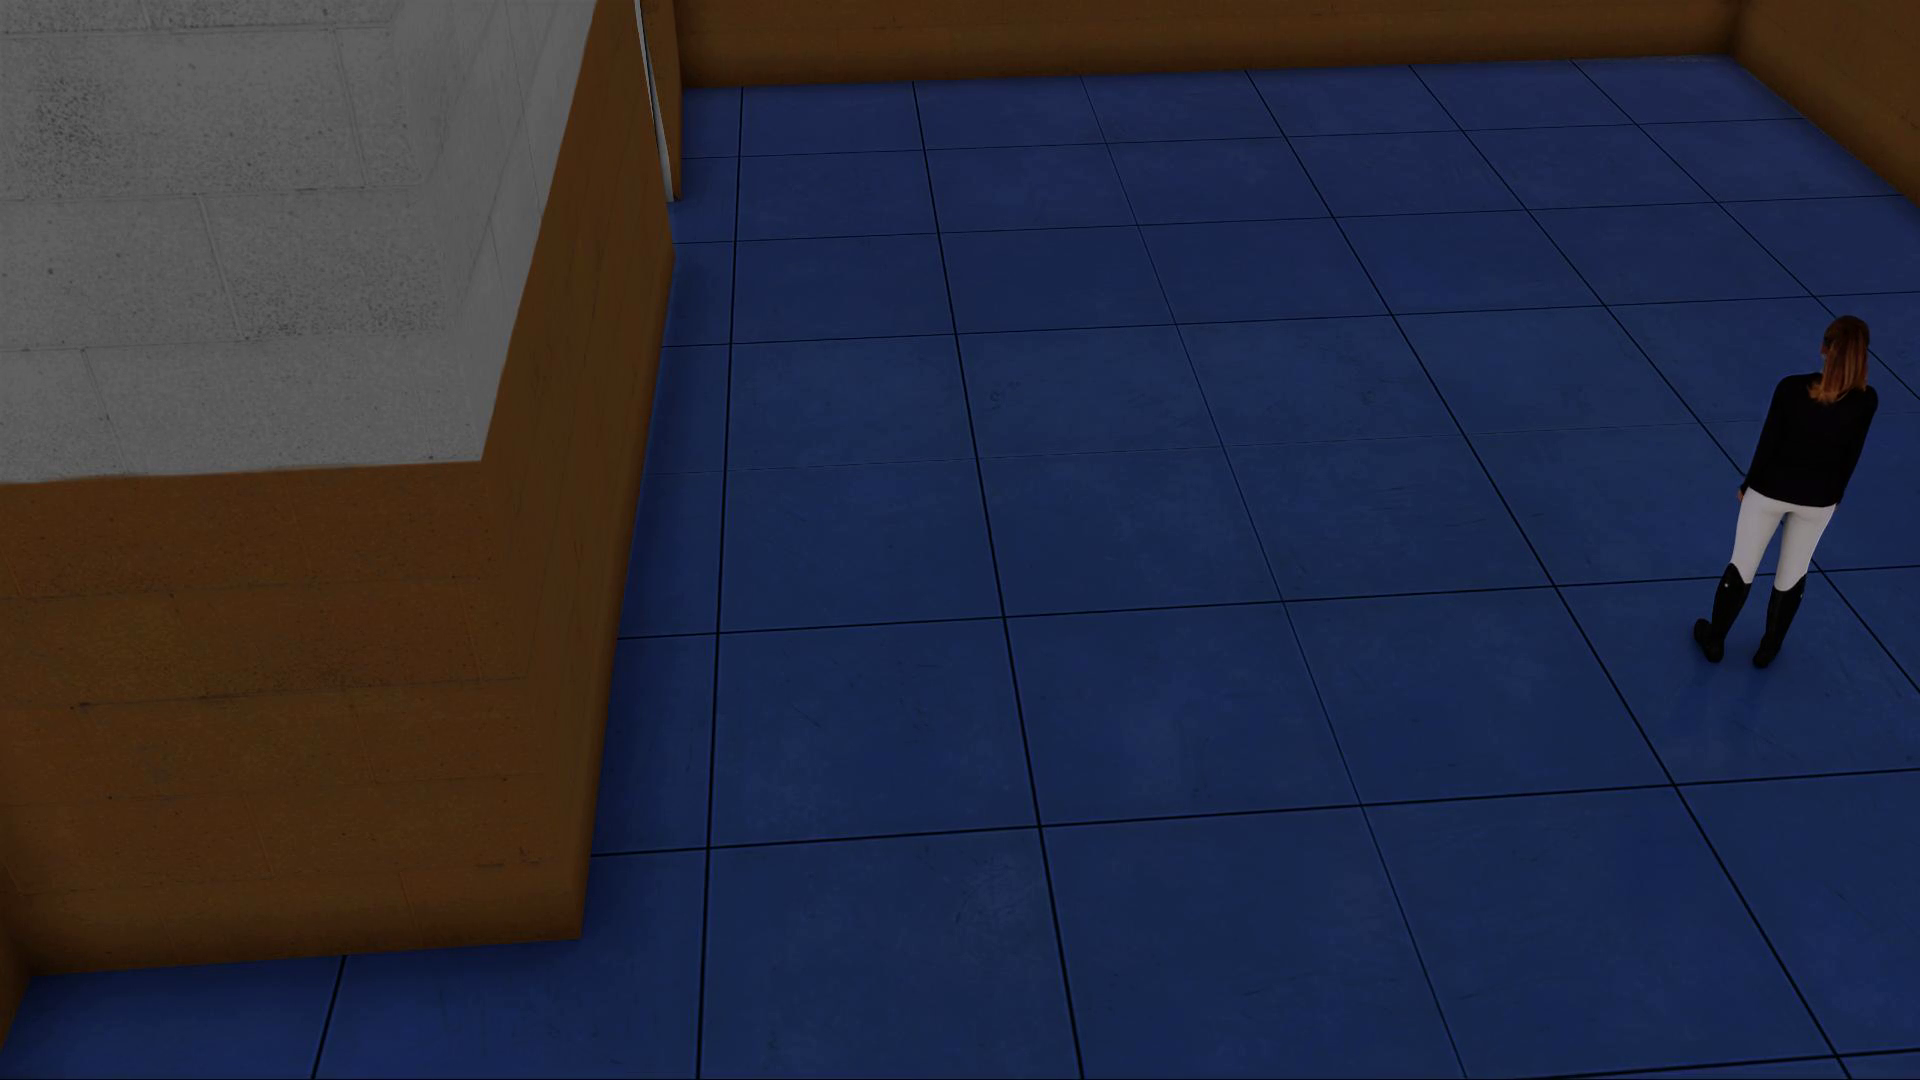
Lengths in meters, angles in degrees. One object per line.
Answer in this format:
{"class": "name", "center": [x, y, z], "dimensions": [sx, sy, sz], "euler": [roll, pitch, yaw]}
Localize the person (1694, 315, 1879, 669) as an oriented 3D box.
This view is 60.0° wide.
{"class": "person", "center": [3.521, -0.181, 7.055], "dimensions": [0.602, 1.738, 0.703], "euler": [10, 38, 13]}
